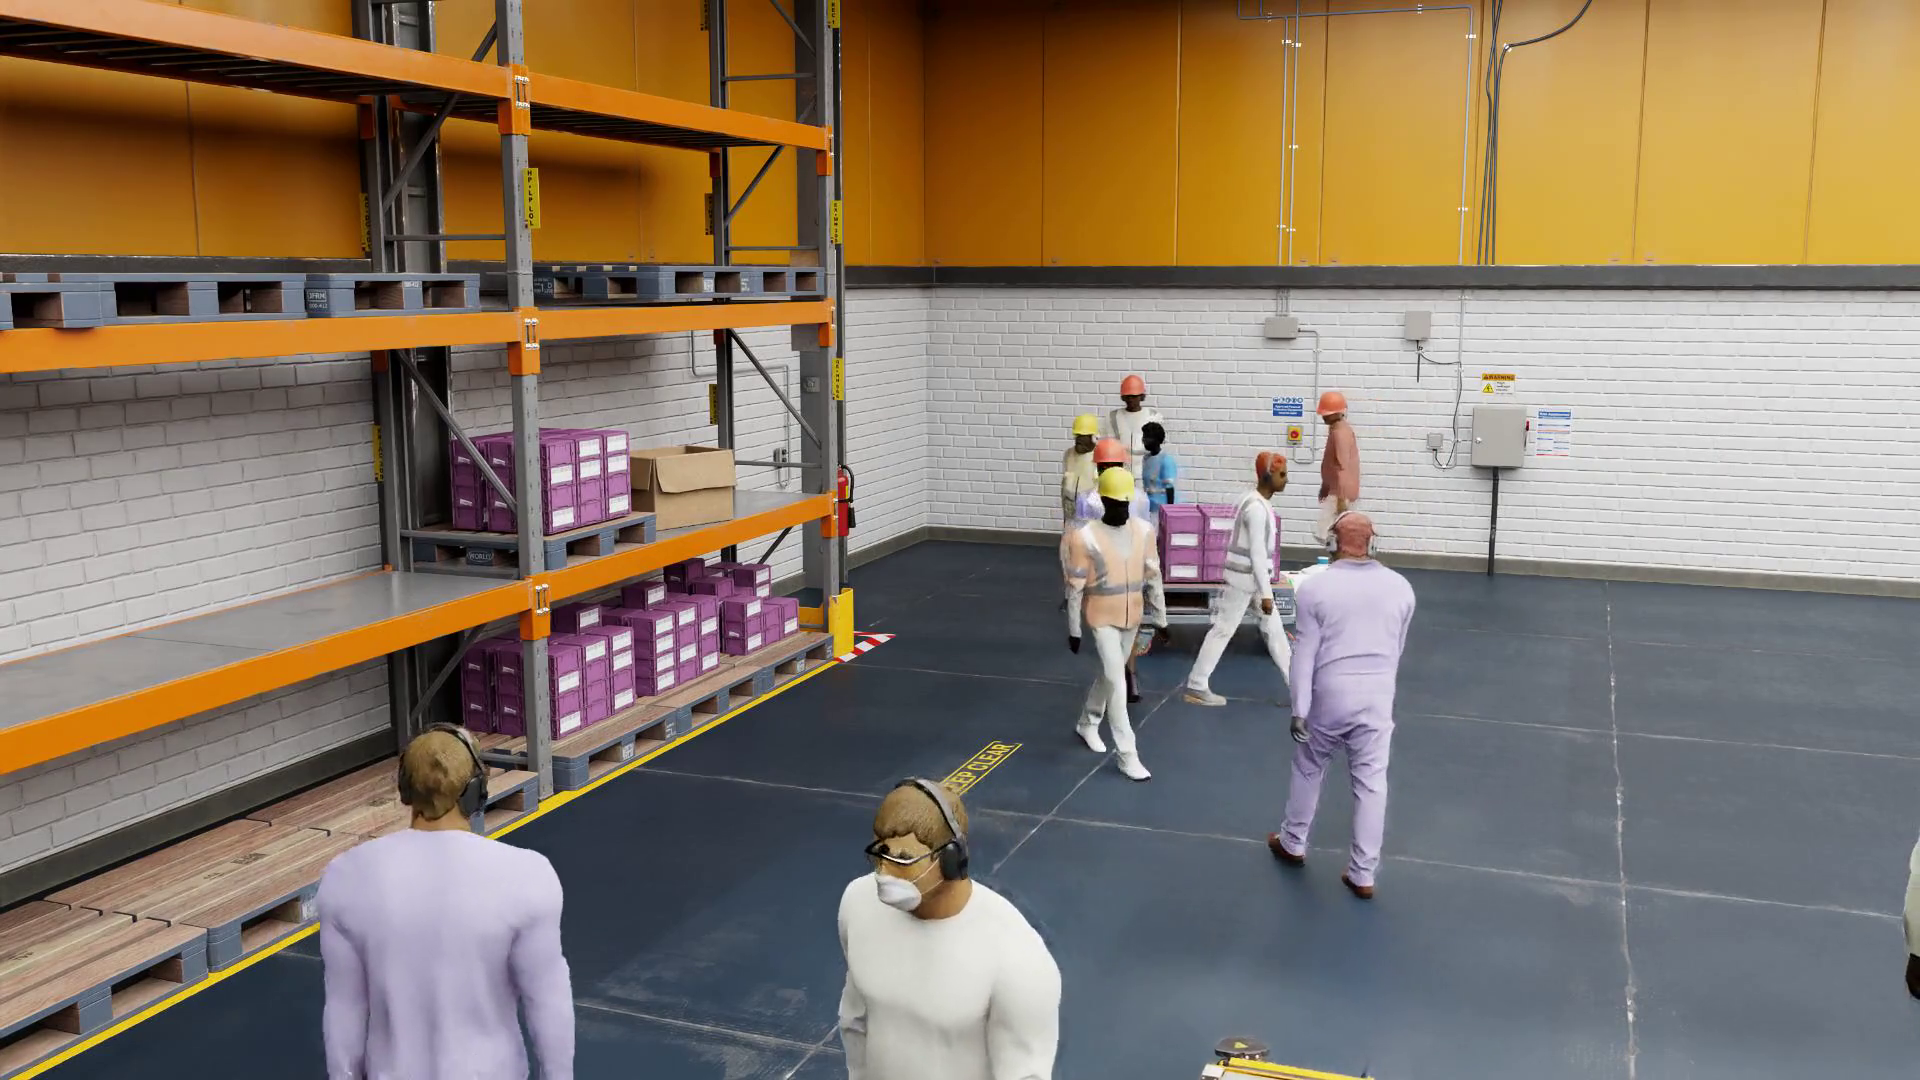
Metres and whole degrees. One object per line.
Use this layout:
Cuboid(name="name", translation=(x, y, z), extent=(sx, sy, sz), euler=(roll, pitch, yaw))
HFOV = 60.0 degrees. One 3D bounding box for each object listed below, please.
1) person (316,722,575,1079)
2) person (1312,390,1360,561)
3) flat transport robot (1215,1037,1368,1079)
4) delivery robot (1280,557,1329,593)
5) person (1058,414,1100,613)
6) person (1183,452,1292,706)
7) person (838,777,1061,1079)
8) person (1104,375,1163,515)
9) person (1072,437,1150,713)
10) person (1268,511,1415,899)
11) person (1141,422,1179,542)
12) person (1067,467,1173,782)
Cuboid(name="person", translation=(-1.325, 1.420, 4.250), extent=(0.639, 1.910, 0.906), euler=(1, 9, 6))
Cuboid(name="person", translation=(3.576, -0.449, 15.809), extent=(0.430, 1.957, 0.726), euler=(3, 9, 16))
Cuboid(name="flat transport robot", translation=(1.027, 2.044, 5.422), extent=(0.652, 0.197, 1.431), euler=(3, 10, 20))
Cuboid(name="delivery robot", translation=(3.187, 0.392, 14.614), extent=(0.707, 0.478, 0.477), euler=(-1, 9, -5))
Cuboid(name="person", translation=(1.102, -0.221, 14.819), extent=(0.608, 1.805, 0.584), euler=(6, 11, 35))
Cuboid(name="person", translation=(2.073, 0.291, 11.592), extent=(1.063, 1.811, 0.584), euler=(3, 10, 18))
Cuboid(name="person", translation=(-0.099, 1.479, 3.824), extent=(0.660, 1.914, 0.726), euler=(7, 11, 36))
Cuboid(name="person", translation=(1.759, -0.671, 16.986), extent=(0.610, 2.030, 0.409), euler=(2, 9, 13))
Cuboid(name="person", translation=(1.034, 0.248, 11.526), extent=(0.553, 1.919, 0.429), euler=(-4, 10, -22))
Cuboid(name="person", translation=(1.902, 0.784, 8.338), extent=(0.652, 1.868, 0.897), euler=(-1, 9, -8))
Cuboid(name="person", translation=(1.840, -0.277, 15.588), extent=(0.523, 1.669, 0.541), euler=(-2, 9, -10))
Cuboid(name="person", translation=(0.947, 0.471, 10.290), extent=(0.613, 1.884, 0.976), euler=(-5, 10, -29))
